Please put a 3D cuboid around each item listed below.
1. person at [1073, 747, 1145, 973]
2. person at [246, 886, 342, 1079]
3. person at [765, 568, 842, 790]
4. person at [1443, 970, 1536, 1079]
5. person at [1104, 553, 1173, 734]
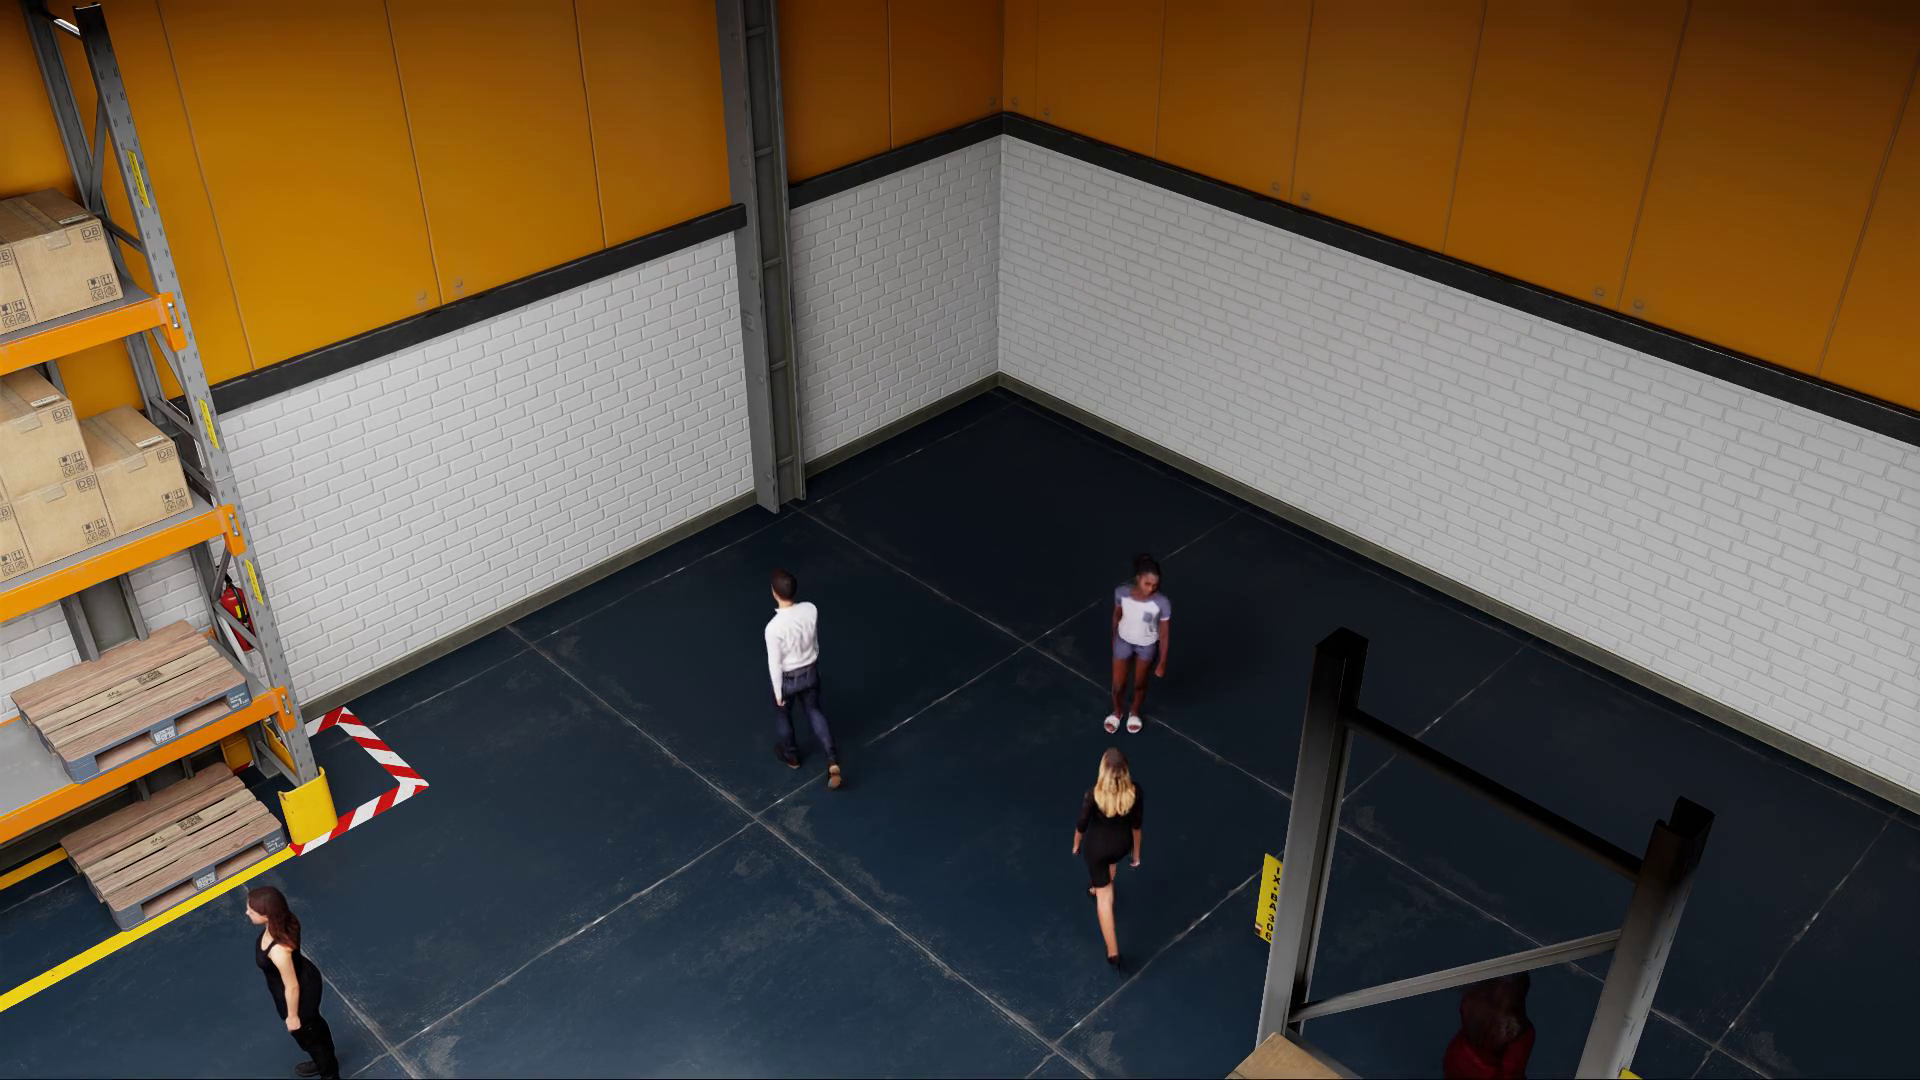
[{"bbox_3d":[0.986,2.099,10.856,1.052,1.631,0.980,-7,34,-11],"label":"person"},{"bbox_3d":[-3.958,2.695,9.908,0.667,1.688,0.667,-13,36,-18],"label":"person"},{"bbox_3d":[-1.155,1.052,12.239,1.014,1.843,0.783,-23,40,-30],"label":"person"},{"bbox_3d":[2.872,3.046,9.336,0.883,1.735,0.789,-18,37,-24],"label":"person"},{"bbox_3d":[1.361,0.791,12.760,0.756,1.701,0.799,16,37,23],"label":"person"}]
